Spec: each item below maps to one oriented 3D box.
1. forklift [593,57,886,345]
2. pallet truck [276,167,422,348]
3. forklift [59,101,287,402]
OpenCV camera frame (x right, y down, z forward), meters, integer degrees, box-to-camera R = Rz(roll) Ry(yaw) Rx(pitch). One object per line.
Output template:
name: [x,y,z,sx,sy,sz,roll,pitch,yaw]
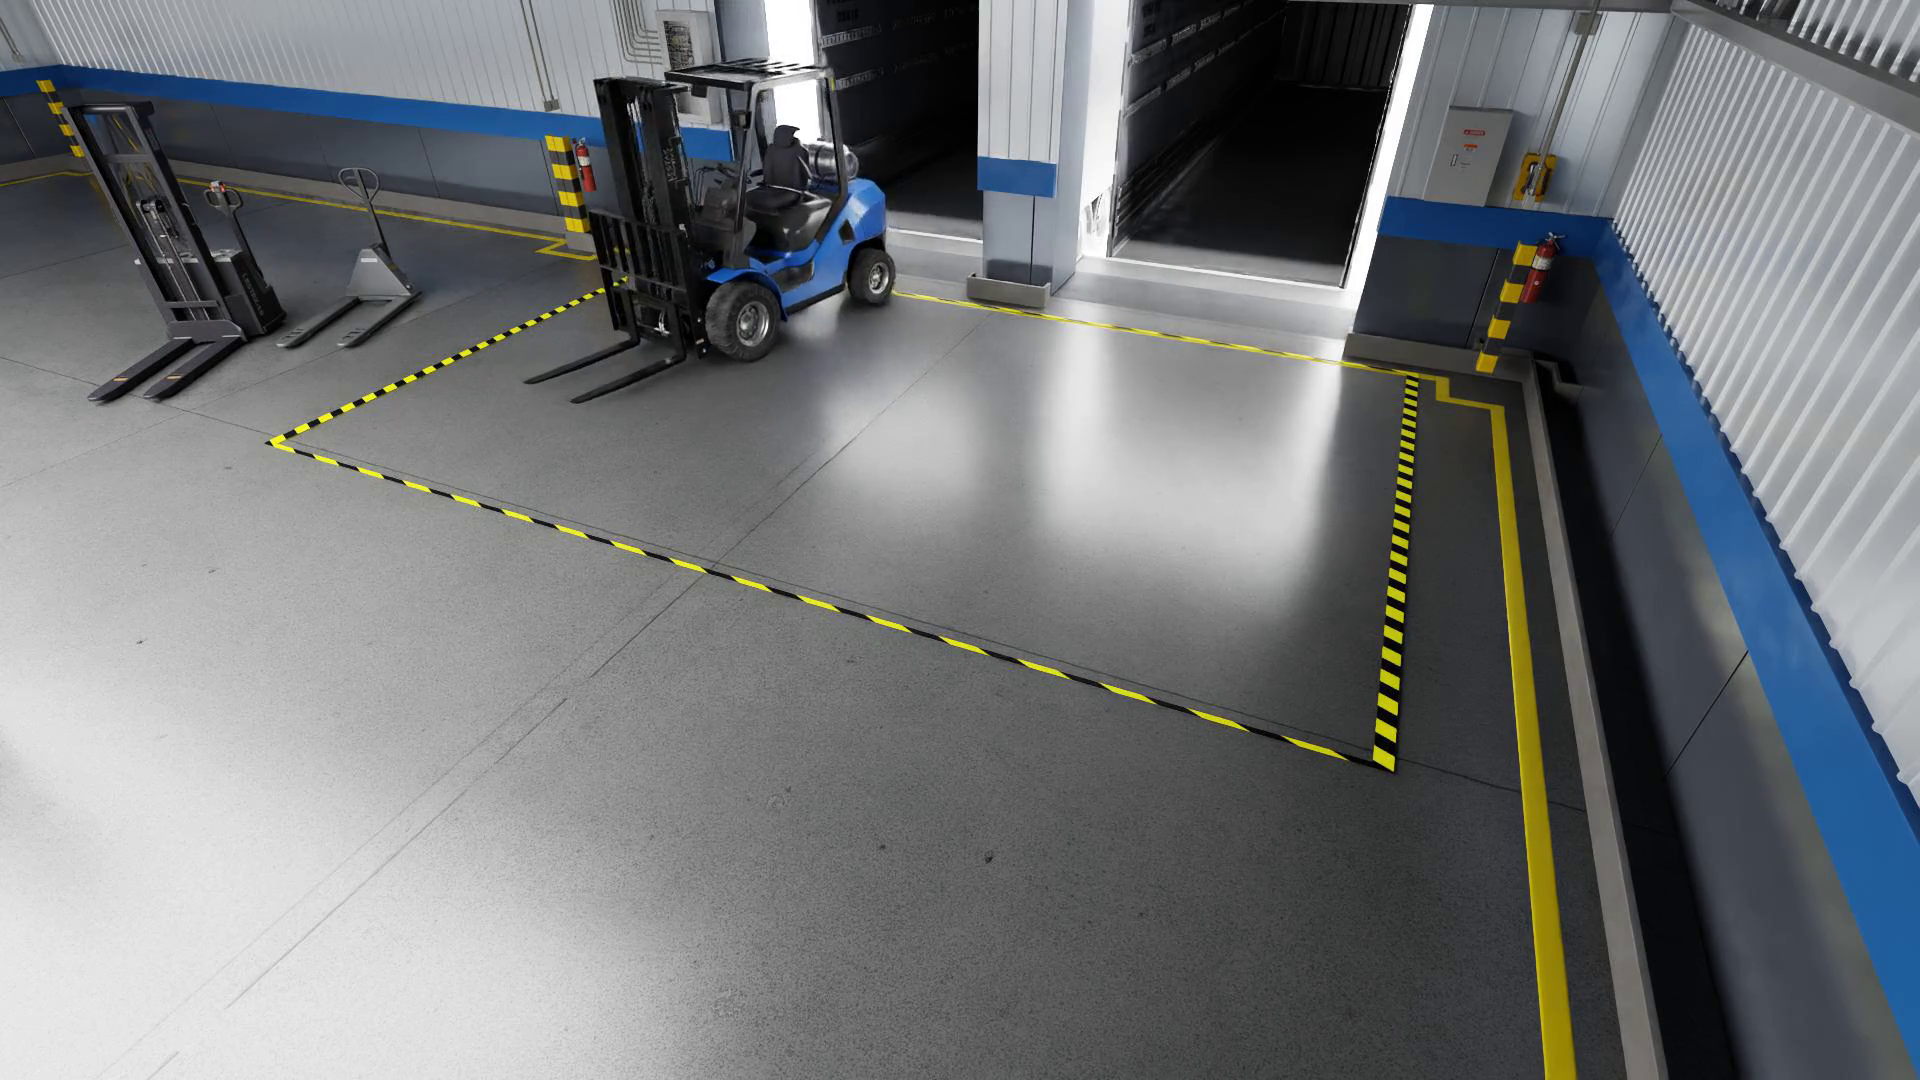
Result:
forklift: [-1.826,-3.101,8.141,1.157,2.036,2.680,22,40,28]
pallet truck: [-5.732,-2.611,8.414,0.680,1.201,1.601,-1,35,-1]
forklift: [-6.686,-2.387,7.434,0.823,1.965,1.885,-3,35,-5]
